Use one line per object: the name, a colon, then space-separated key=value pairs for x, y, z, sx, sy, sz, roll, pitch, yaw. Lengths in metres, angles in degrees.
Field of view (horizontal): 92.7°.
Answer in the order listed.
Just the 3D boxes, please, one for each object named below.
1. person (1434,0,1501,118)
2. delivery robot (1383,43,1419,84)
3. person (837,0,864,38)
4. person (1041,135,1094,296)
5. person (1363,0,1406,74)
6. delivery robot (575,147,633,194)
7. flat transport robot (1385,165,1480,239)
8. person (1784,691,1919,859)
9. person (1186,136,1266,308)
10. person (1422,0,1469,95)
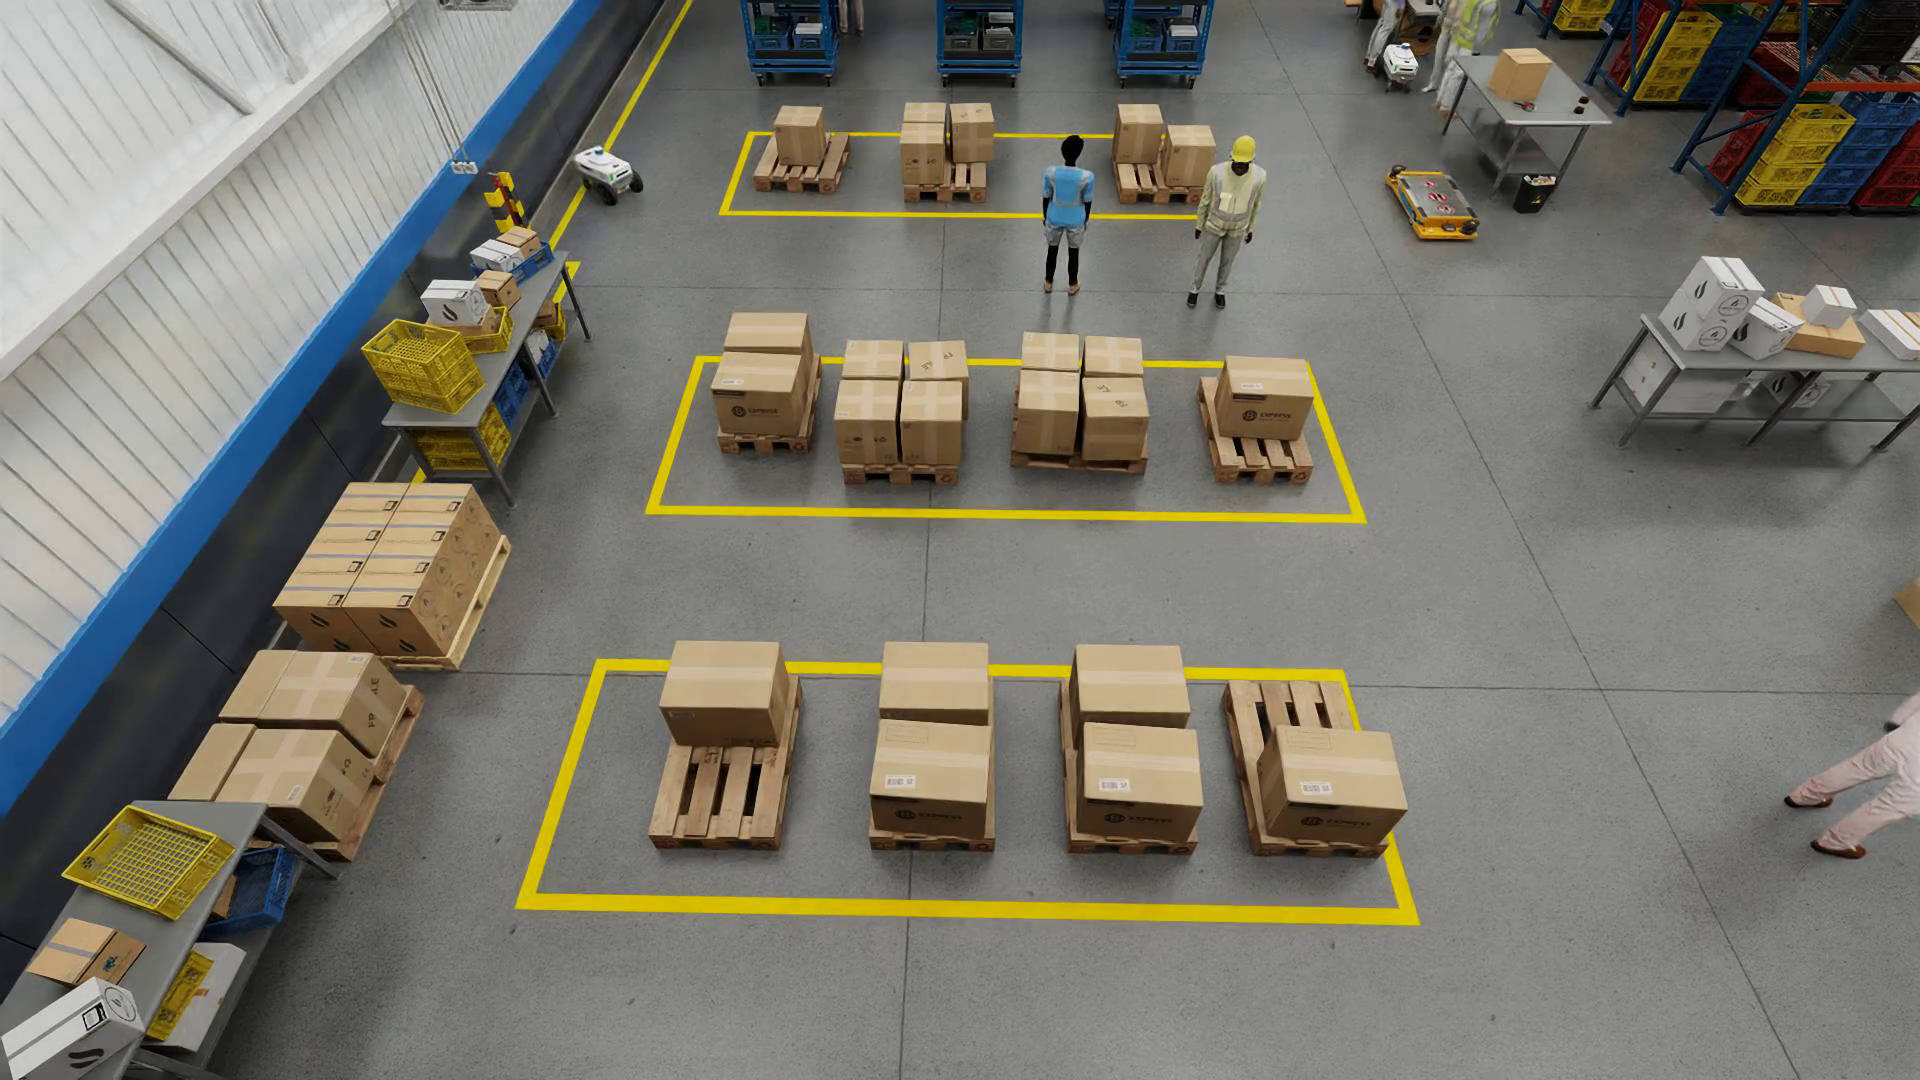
person: x=6.830 y=-6.640 z=12.236 sx=0.429 sy=1.840 sz=0.633 roll=6 pitch=49 yaw=5
delivery robot: x=6.373 y=-6.919 z=13.258 sx=0.477 sy=0.478 sz=0.707 roll=4 pitch=49 yaw=4
person: x=-1.713 y=-8.784 z=13.999 sx=0.625 sy=1.980 sz=0.411 roll=-19 pitch=52 yaw=-15
person: x=1.089 y=-3.310 z=9.442 sx=0.534 sy=1.697 sz=0.322 roll=12 pitch=50 yaw=10
person: x=6.262 y=-7.776 z=13.159 sx=0.368 sy=1.931 sz=0.630 roll=7 pitch=49 yaw=6
delivery robot: x=-4.357 y=-4.557 z=11.213 sx=0.707 sy=0.478 sz=0.477 roll=29 pitch=55 yaw=23
flat transport robot: x=5.692 y=-4.094 z=11.059 sx=0.652 sy=0.197 sz=1.431 roll=1 pitch=49 yaw=1
person: x=5.703 y=1.271 z=5.350 sx=0.397 sy=1.900 sz=0.655 roll=2 pitch=49 yaw=2
person: x=2.680 y=-3.173 z=9.236 sx=0.600 sy=1.830 sz=0.403 roll=5 pitch=49 yaw=4
person: x=6.826 y=-7.049 z=12.723 sx=0.358 sy=1.619 sz=0.539 roll=-29 pitch=55 yaw=-23
